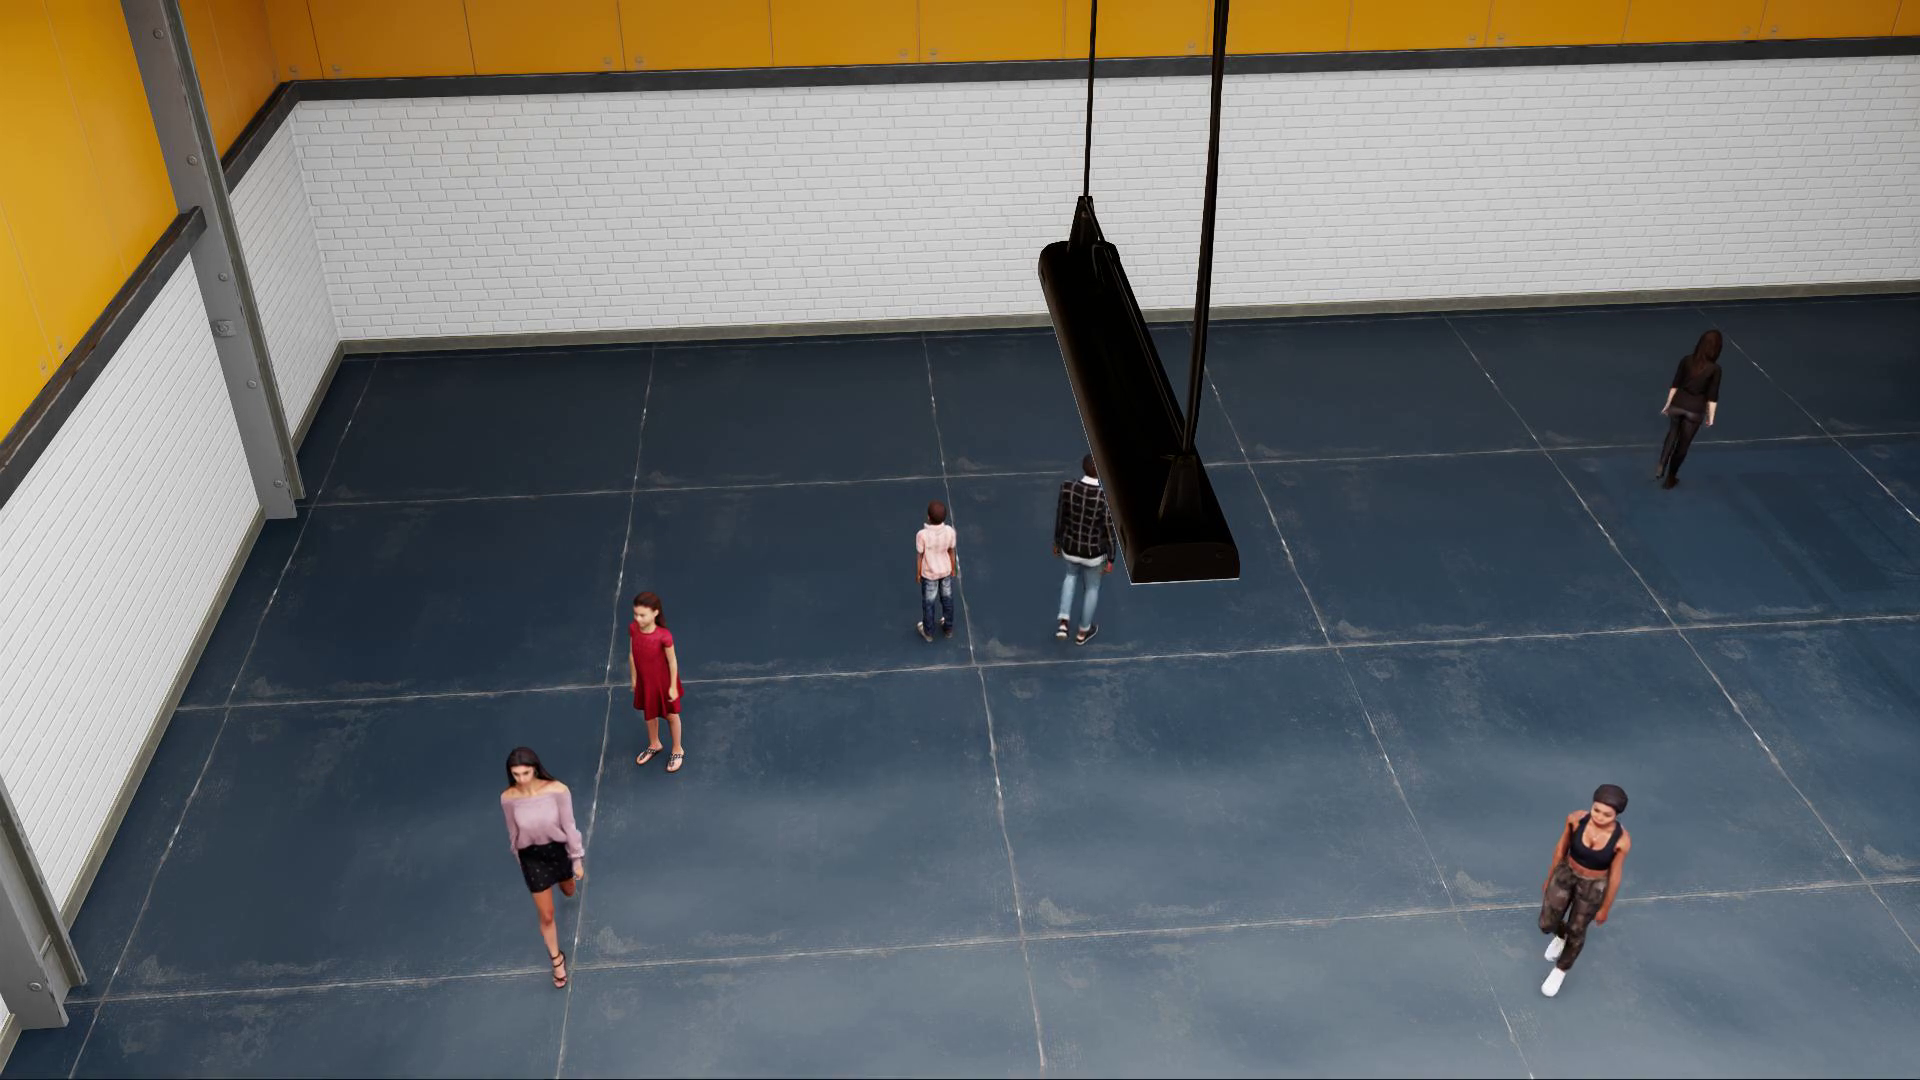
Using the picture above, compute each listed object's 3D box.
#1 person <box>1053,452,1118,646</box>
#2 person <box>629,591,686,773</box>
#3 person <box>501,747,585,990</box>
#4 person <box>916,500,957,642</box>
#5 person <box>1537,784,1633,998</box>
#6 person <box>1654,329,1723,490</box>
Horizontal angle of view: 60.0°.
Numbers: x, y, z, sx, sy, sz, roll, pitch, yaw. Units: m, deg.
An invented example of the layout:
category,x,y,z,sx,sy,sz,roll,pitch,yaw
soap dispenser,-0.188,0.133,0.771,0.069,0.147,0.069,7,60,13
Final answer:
category,x,y,z,sx,sy,sz,roll,pitch,yaw
person,0.958,0.125,13.429,0.869,1.807,0.928,15,36,21
person,-2.251,1.017,12.316,0.656,1.553,0.713,12,35,17
person,-2.626,1.987,10.658,0.713,1.773,1.131,-7,34,-10
person,-0.193,0.253,13.687,0.535,1.307,0.546,-12,36,-18
person,3.949,2.148,10.492,0.781,1.689,0.841,25,41,33
person,6.779,-1.190,15.567,0.716,1.630,0.783,27,42,35
